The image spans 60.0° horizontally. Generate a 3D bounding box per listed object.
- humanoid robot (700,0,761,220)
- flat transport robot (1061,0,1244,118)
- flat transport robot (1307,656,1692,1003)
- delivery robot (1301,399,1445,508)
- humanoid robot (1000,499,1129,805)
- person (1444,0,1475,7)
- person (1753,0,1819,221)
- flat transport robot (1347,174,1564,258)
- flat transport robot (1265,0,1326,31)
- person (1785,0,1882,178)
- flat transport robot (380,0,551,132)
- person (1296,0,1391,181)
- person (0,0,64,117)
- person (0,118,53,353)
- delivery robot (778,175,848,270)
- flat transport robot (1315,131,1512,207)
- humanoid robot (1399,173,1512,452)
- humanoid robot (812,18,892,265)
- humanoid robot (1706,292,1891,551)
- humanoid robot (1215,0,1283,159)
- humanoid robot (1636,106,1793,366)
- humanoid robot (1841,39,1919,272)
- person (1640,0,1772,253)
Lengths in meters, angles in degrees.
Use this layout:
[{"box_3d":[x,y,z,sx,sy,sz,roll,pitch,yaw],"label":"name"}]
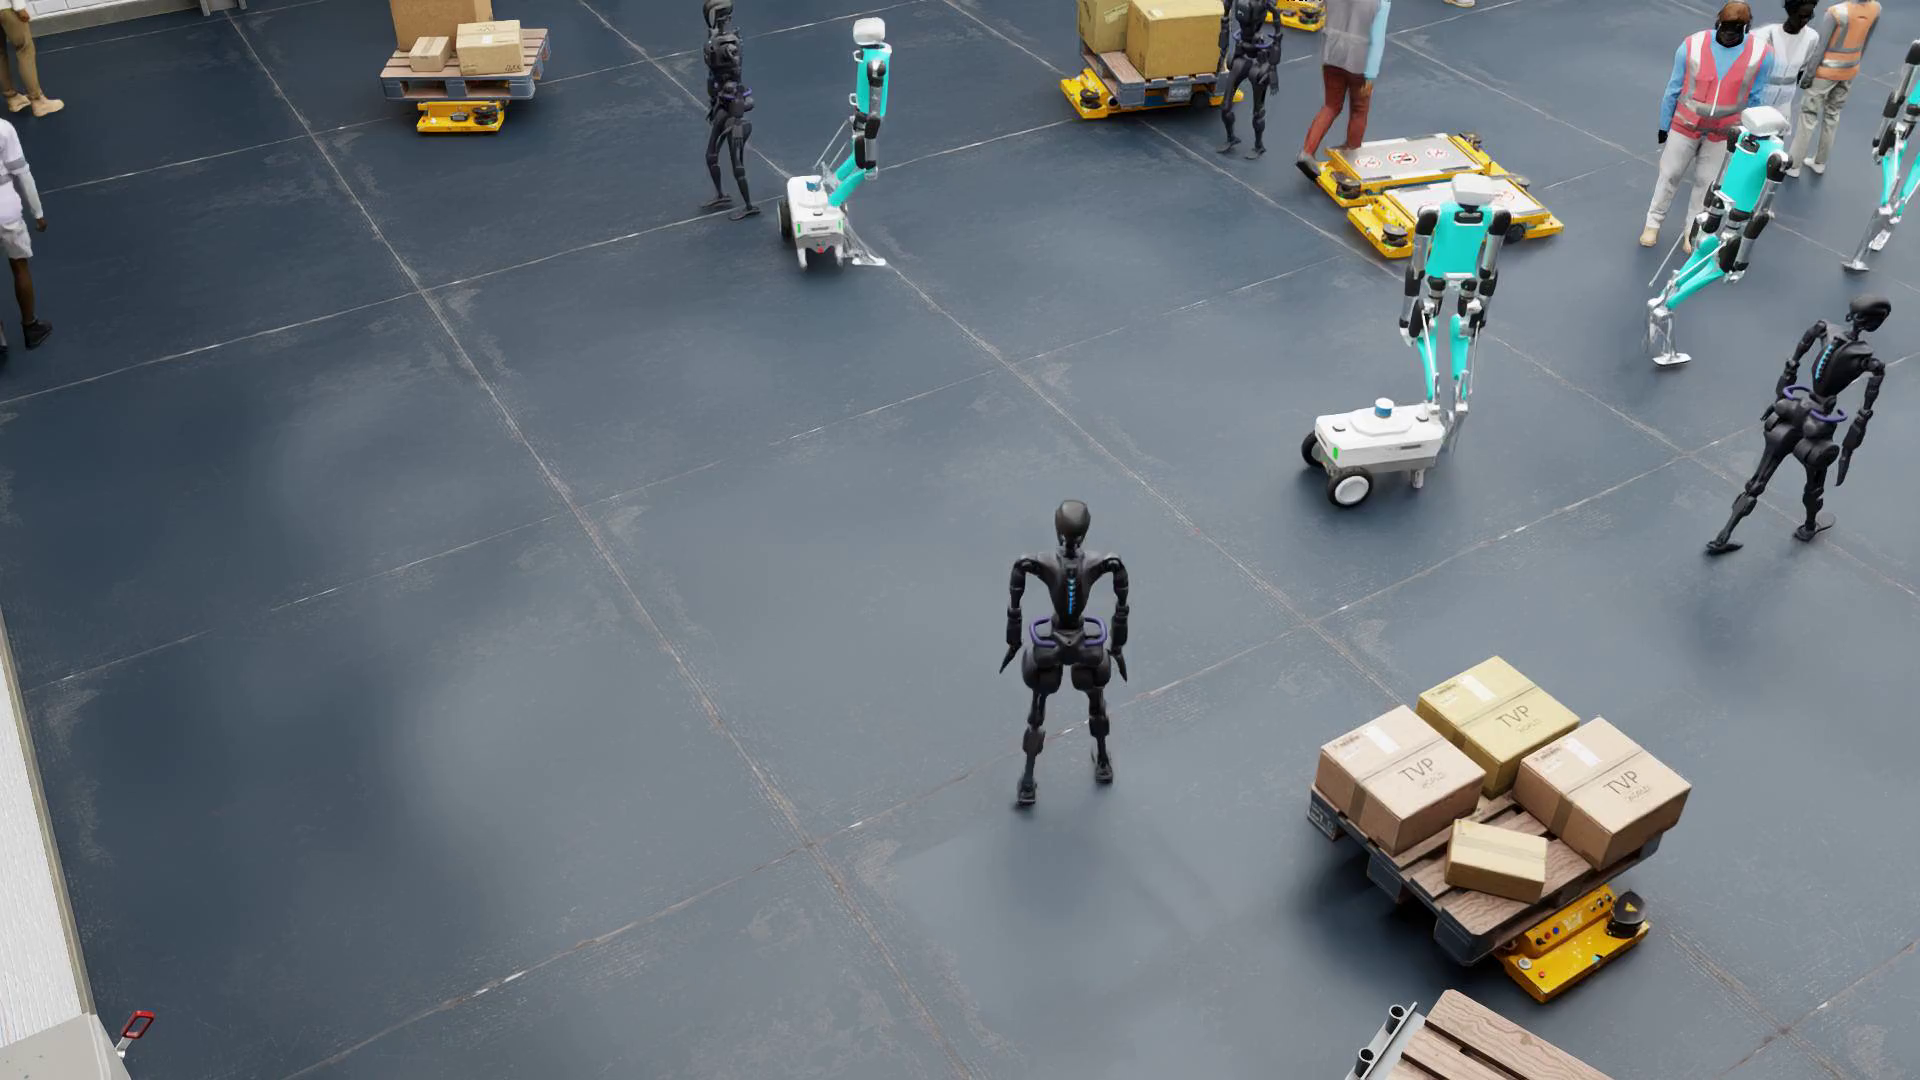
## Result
[{"box_3d":[-1.702,-3.113,12.086,0.373,1.653,0.610,-18,42,-21],"label":"humanoid robot"},{"box_3d":[1.636,-3.871,14.176,1.431,0.231,0.659,-9,39,-11],"label":"flat transport robot"},{"box_3d":[2.328,1.403,7.522,0.659,0.231,1.431,-22,43,-25],"label":"flat transport robot"},{"box_3d":[2.412,-0.547,9.764,0.781,0.610,0.509,-7,39,-9],"label":"delivery robot"},{"box_3d":[0.477,0.522,7.514,0.586,1.642,0.427,-1,38,-1],"label":"humanoid robot"},{"box_3d":[4.850,-5.977,15.532,0.343,1.884,0.578,17,42,21],"label":"person"},{"box_3d":[5.960,-3.306,12.341,0.535,1.656,0.865,-2,38,-2],"label":"person"},{"box_3d":[3.674,-2.403,12.324,1.431,0.231,0.659,-10,39,-12],"label":"flat transport robot"},{"box_3d":[3.374,-5.214,15.870,0.659,0.231,1.431,22,43,26],"label":"flat transport robot"},{"box_3d":[6.653,-3.553,12.679,0.510,1.629,0.314,-13,40,-16],"label":"person"},{"box_3d":[-4.135,-3.843,14.141,0.659,0.231,1.431,-1,38,-1],"label":"flat transport robot"},{"box_3d":[2.913,-3.592,12.554,0.548,1.847,0.695,27,46,30],"label":"person"},{"box_3d":[-7.874,-4.324,13.548,0.604,1.759,0.372,13,40,16],"label":"person"},{"box_3d":[-6.185,-2.079,10.613,0.603,1.887,0.665,-10,39,-12],"label":"person"},{"box_3d":[-1.046,-2.344,12.004,0.499,0.576,0.768,-6,39,-8],"label":"delivery robot"},{"box_3d":[3.492,-2.878,12.923,1.431,0.231,0.659,-9,39,-11],"label":"flat transport robot"},{"box_3d":[2.842,-1.142,9.610,0.539,1.851,0.733,-2,38,-2],"label":"humanoid robot"},{"box_3d":[-0.803,-2.706,11.551,0.694,1.822,0.530,-4,39,-5],"label":"humanoid robot"},{"box_3d":[4.599,-0.629,8.996,0.811,1.627,0.609,-15,41,-18],"label":"humanoid robot"},{"box_3d":[2.265,-3.736,12.888,0.449,1.636,0.604,-31,48,-33],"label":"humanoid robot"},{"box_3d":[4.597,-1.772,10.438,0.711,1.901,0.542,-8,39,-10],"label":"humanoid robot"},{"box_3d":[6.561,-2.615,11.411,0.552,1.765,0.914,14,41,17],"label":"humanoid robot"},{"box_3d":[5.230,-2.893,11.689,0.628,1.837,0.431,12,40,15],"label":"person"}]
